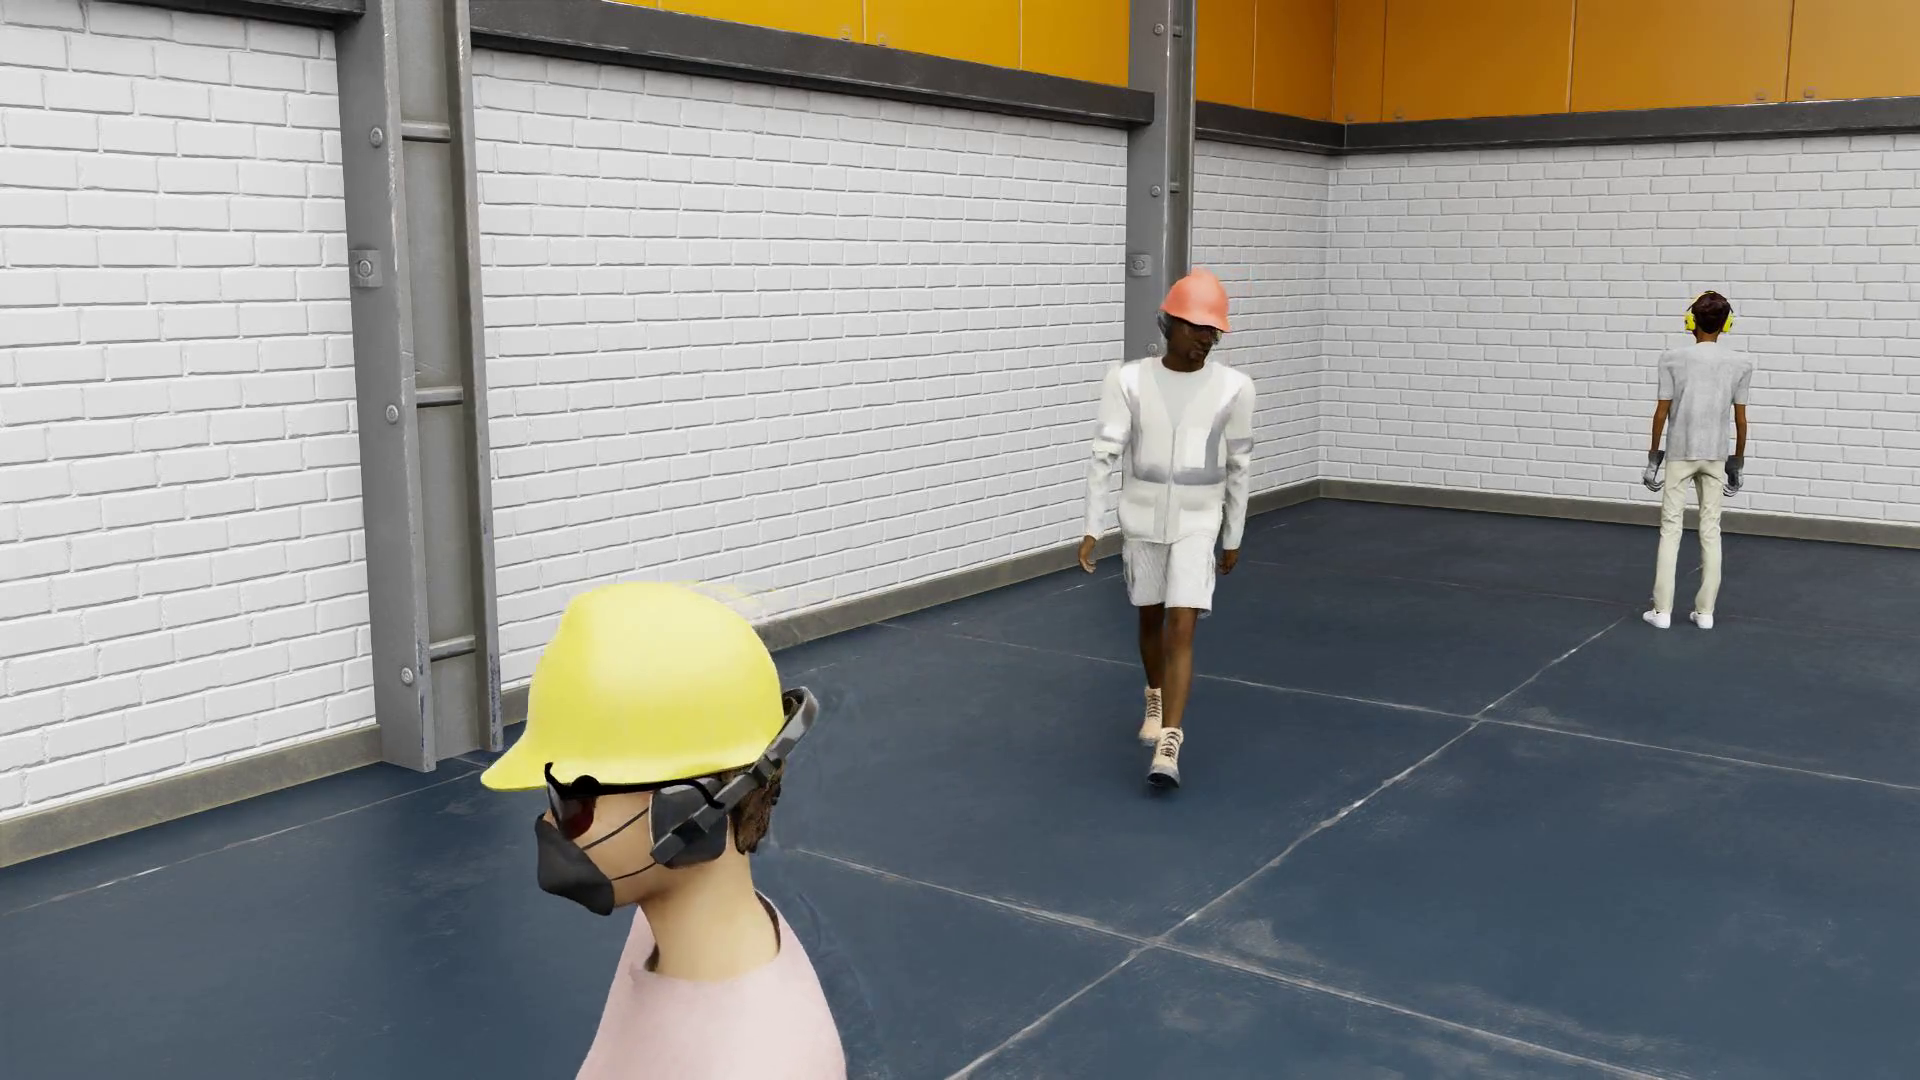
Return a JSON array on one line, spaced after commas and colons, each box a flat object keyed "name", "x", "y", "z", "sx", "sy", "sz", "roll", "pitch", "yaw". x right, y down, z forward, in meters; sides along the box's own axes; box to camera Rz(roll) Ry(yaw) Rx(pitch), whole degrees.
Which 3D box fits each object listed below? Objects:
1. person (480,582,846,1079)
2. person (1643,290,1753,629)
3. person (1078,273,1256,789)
[{"name": "person", "x": -0.169, "y": 0.894, "z": 1.589, "sx": 0.550, "sy": 1.750, "sz": 0.530, "roll": -3, "pitch": 10, "yaw": -15}, {"name": "person", "x": 4.045, "y": -0.432, "z": 9.158, "sx": 0.514, "sy": 1.866, "sz": 0.332, "roll": 1, "pitch": 10, "yaw": 9}, {"name": "person", "x": 0.825, "y": -0.053, "z": 6.570, "sx": 0.642, "sy": 1.971, "sz": 1.103, "roll": 2, "pitch": 10, "yaw": 12}]
